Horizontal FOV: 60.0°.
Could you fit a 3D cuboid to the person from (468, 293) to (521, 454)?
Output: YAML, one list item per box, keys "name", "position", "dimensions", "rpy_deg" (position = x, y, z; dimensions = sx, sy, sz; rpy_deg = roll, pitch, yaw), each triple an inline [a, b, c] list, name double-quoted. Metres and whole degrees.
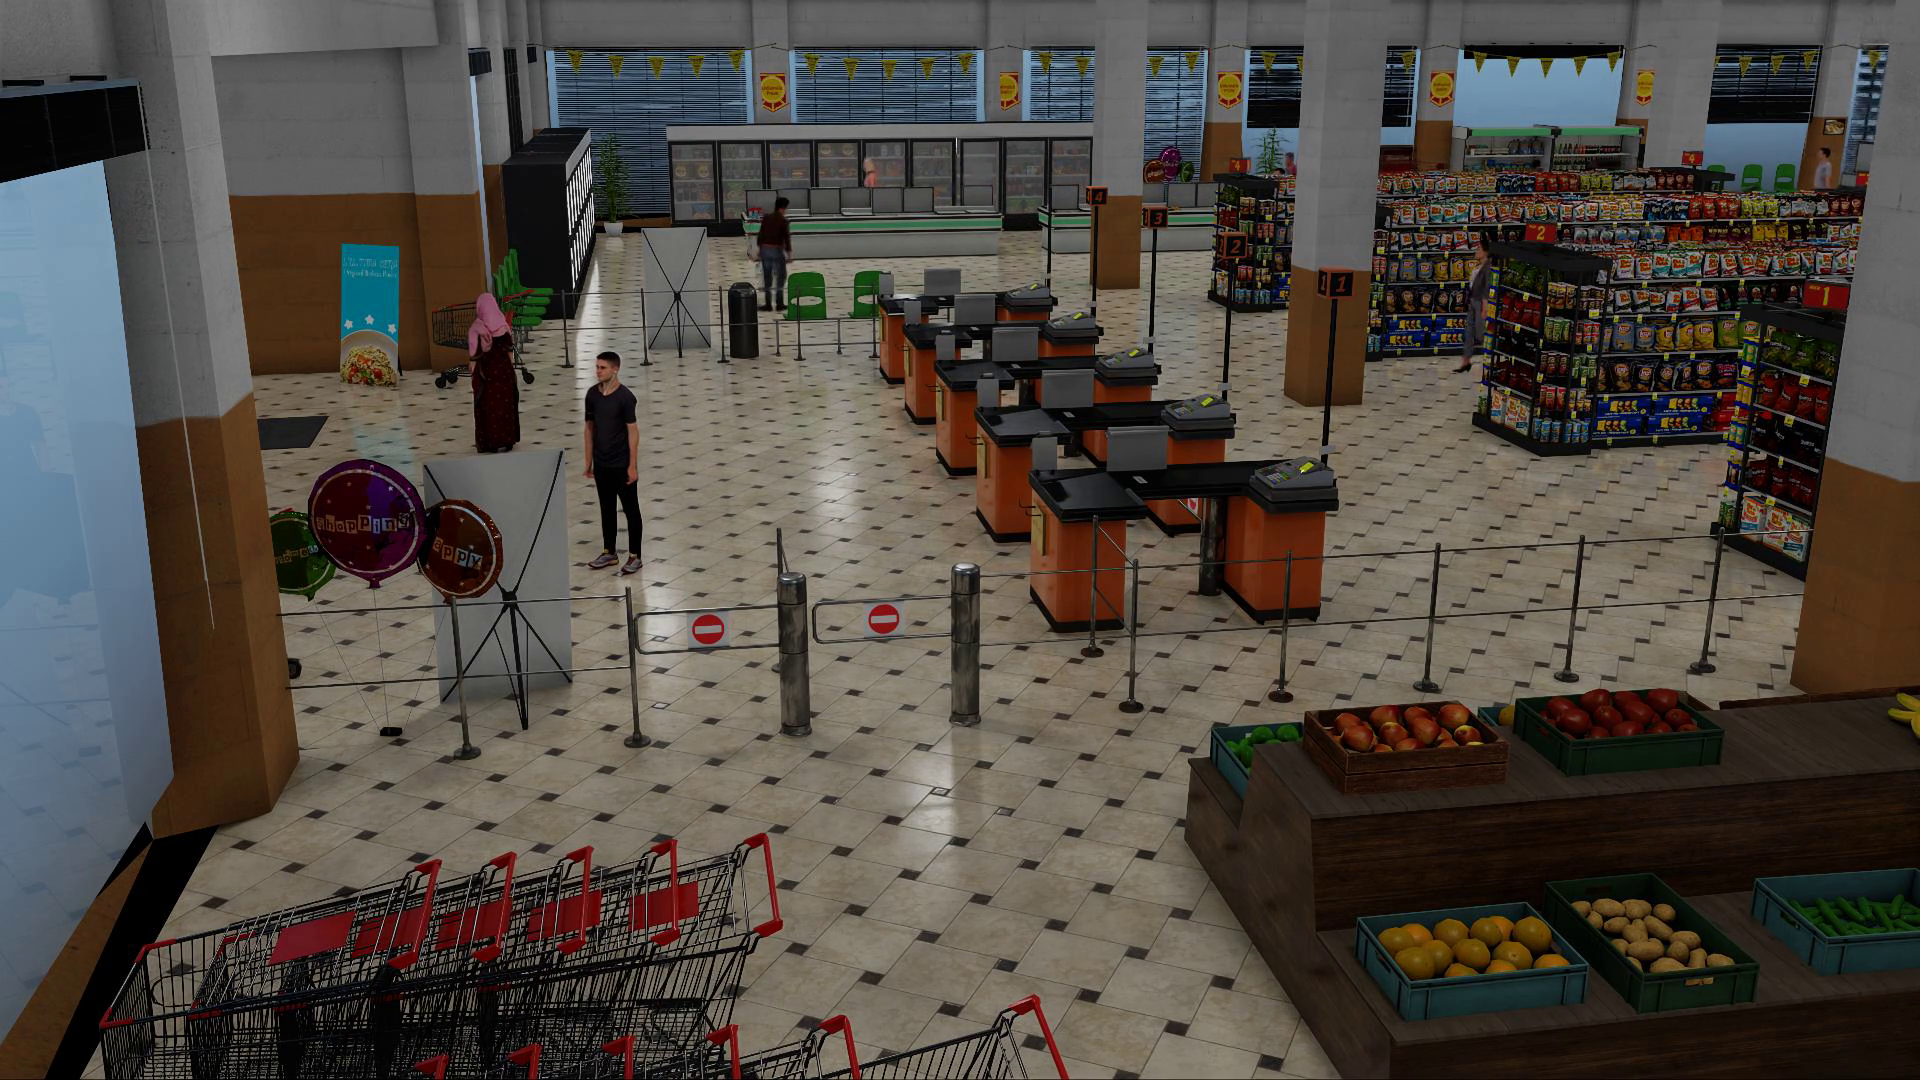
- name: "person"
  position: [-4.768, -1.712, 16.987]
  dimensions: [0.699, 1.637, 0.817]
  rpy_deg: [-12, 21, -35]

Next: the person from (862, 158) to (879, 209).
- name: "person"
  position: [-1.729, -6.947, 34.158]
  dimensions: [1.110, 1.677, 0.669]
  rpy_deg: [-1, 17, -5]

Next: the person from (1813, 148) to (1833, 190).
- name: "person"
  position: [18.270, -7.312, 35.091]
  dimensions: [1.229, 1.833, 0.944]
  rpy_deg: [3, 17, 8]

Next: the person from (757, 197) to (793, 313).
- name: "person"
  position: [-2.925, -4.399, 25.650]
  dimensions: [0.649, 1.745, 0.867]
  rpy_deg: [-1, 17, -3]

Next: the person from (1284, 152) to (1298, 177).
- name: "person"
  position: [6.949, -7.100, 34.509]
  dimensions: [1.331, 1.767, 1.278]
  rpy_deg: [12, 21, 35]

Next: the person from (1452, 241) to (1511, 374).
- name: "person"
  position: [6.589, -2.887, 20.821]
  dimensions: [1.015, 1.659, 0.742]
  rpy_deg: [1, 17, 2]

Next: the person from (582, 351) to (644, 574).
- name: "person"
  position: [-2.733, -0.621, 13.176]
  dimensions: [0.677, 1.764, 0.783]
  rpy_deg: [8, 18, 24]
